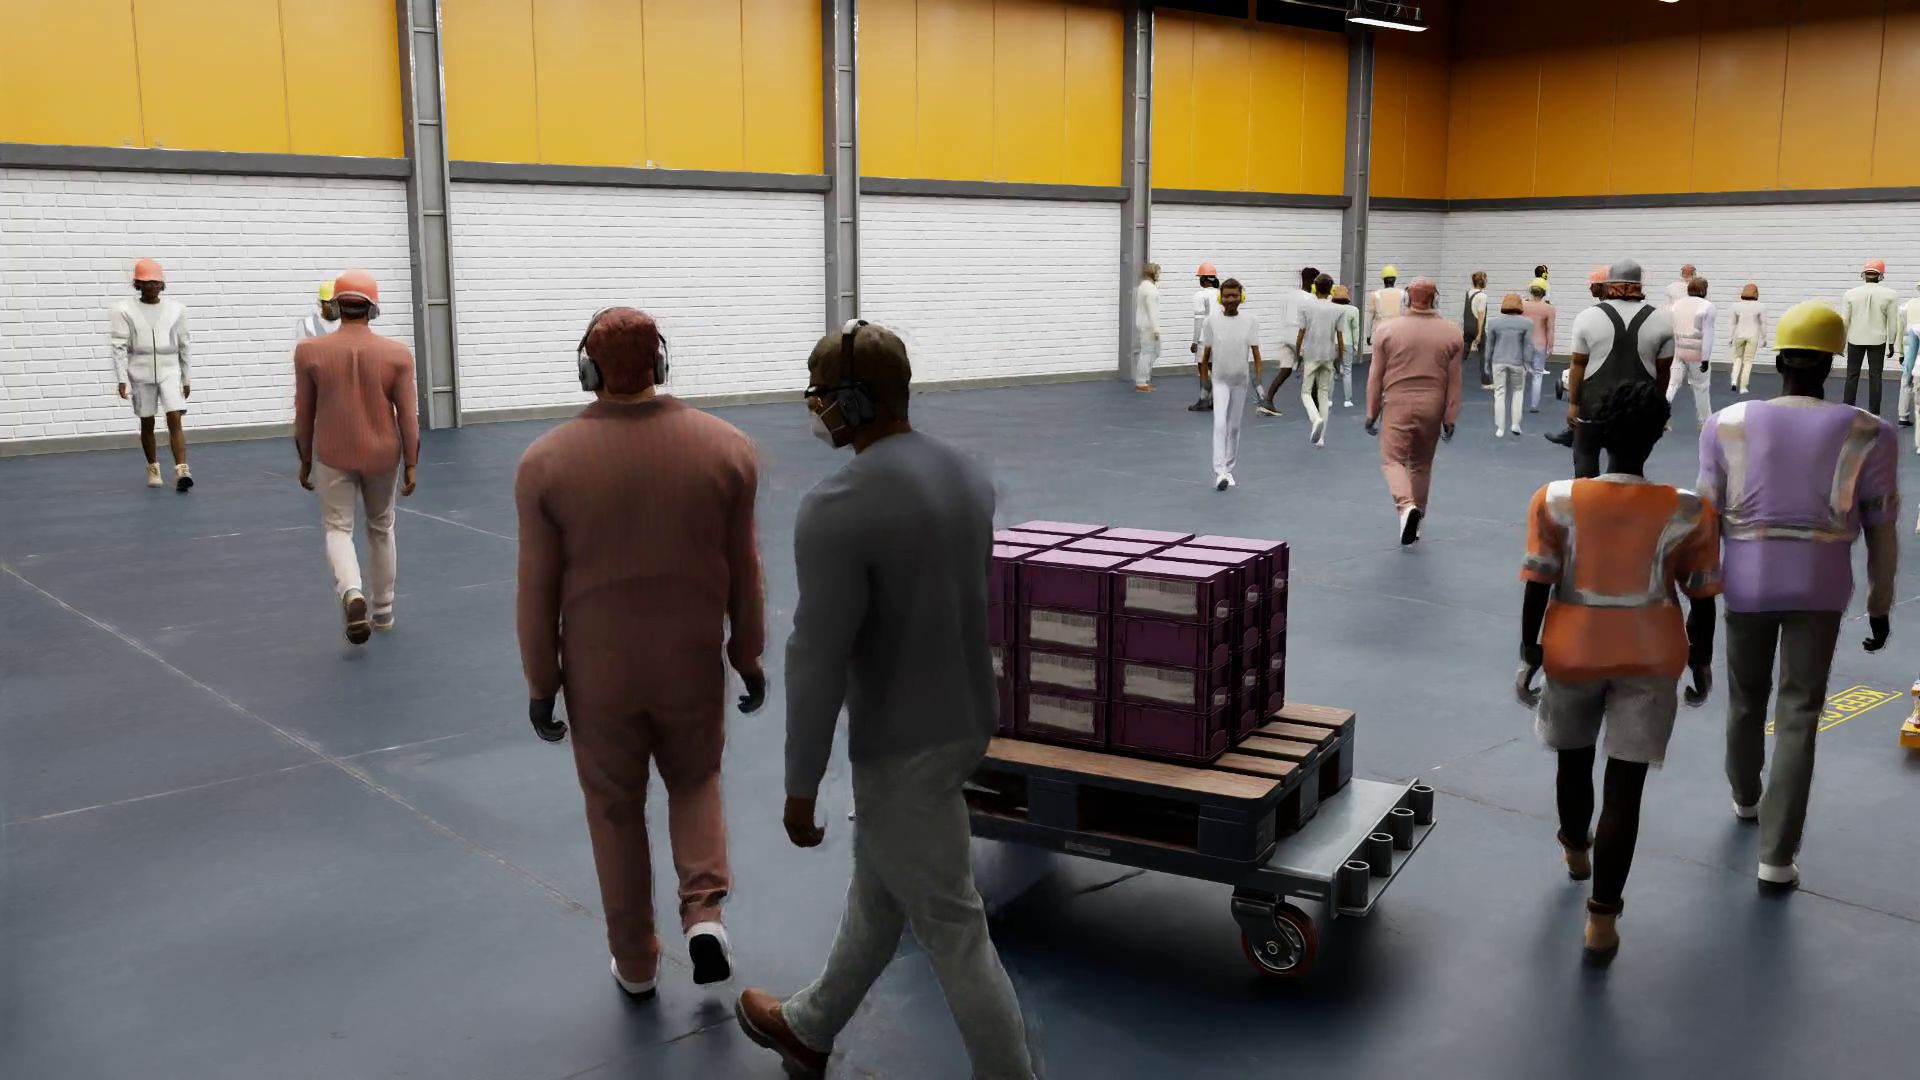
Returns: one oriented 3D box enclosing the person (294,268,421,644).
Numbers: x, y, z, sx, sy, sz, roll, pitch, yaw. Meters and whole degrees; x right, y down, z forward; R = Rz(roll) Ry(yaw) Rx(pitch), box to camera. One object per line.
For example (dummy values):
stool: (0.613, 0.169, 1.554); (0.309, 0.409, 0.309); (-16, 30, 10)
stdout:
person: (-3.150, -0.436, 8.721); (0.619, 1.968, 0.825); (-4, 11, -23)

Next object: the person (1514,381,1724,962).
person: (1.974, 0.351, 4.993); (0.553, 1.647, 0.866); (5, 11, 25)

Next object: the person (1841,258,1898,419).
person: (10.989, -2.402, 20.138); (0.622, 1.994, 0.381); (6, 11, 31)

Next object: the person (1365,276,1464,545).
person: (3.188, -0.898, 11.646); (0.644, 1.887, 0.764); (0, 10, 0)

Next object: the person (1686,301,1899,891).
person: (2.768, 0.153, 5.549); (0.611, 1.868, 1.015); (6, 11, 30)

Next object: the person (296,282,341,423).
person: (-5.746, -1.458, 15.229); (0.598, 1.779, 0.949); (-5, 11, -25)

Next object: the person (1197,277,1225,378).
person: (4.196, -3.530, 27.615); (0.320, 1.695, 0.537); (-7, 12, -36)

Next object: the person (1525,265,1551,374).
person: (9.916, -3.774, 28.537); (0.312, 1.869, 0.536); (-7, 12, -34)

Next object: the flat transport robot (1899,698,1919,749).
flat transport robot: (4.484, 0.684, 7.111); (0.652, 0.197, 1.431); (7, 12, 35)

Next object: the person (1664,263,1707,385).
person: (11.391, -3.381, 26.126); (0.638, 1.909, 0.408); (5, 11, 29)

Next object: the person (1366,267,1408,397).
person: (6.188, -3.011, 24.084); (0.596, 1.860, 1.007); (1, 10, 5)

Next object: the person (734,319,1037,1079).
person: (-0.174, 0.453, 3.758); (0.990, 1.878, 0.645); (6, 11, 30)

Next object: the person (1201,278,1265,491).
person: (2.359, -1.325, 14.370); (0.516, 1.819, 0.946); (0, 10, 0)

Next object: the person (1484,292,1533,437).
person: (6.159, -1.969, 18.707); (0.511, 1.617, 0.537); (3, 10, 18)

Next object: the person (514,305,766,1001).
person: (-0.850, 0.324, 4.463); (0.669, 1.891, 0.461); (-3, 10, -20)

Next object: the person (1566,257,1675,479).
person: (4.694, -1.025, 11.939); (0.708, 2.000, 0.805); (2, 10, 10)

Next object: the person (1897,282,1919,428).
person: (11.273, -2.205, 19.457); (0.403, 1.833, 0.591); (-6, 11, -31)

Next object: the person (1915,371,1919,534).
person: (7.267, -1.040, 12.020); (0.606, 2.045, 0.389); (3, 10, 19)

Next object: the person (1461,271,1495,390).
person: (7.720, -3.157, 25.116); (0.915, 1.813, 0.517); (-4, 11, -24)

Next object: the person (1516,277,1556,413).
person: (7.367, -2.500, 21.410); (0.546, 1.750, 0.485); (6, 11, 30)

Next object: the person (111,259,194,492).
person: (-6.903, -1.401, 14.278); (0.621, 1.988, 1.046); (-6, 11, -30)

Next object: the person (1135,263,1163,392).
person: (2.828, -3.144, 24.699); (0.506, 1.918, 0.654); (0, 10, -3)

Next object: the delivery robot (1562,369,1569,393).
delivery robot: (8.611, -2.248, 23.168); (0.477, 0.478, 0.707); (2, 10, 12)

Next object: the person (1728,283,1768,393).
person: (11.648, -2.974, 24.589); (0.505, 1.621, 0.375); (9, 13, 41)

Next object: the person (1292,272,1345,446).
person: (3.804, -1.895, 17.591); (0.541, 1.851, 0.568); (0, 10, -1)

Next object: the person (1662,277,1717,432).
person: (8.378, -2.125, 19.140); (0.971, 1.794, 0.645); (-6, 11, -32)

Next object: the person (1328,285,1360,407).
person: (5.106, -2.597, 22.358); (0.513, 1.628, 0.273); (3, 10, 15)

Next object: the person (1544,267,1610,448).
person: (6.641, -1.909, 17.517); (0.907, 1.897, 0.574); (4, 10, 21)

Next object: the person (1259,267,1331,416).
person: (4.250, -2.500, 21.020); (0.995, 1.902, 0.647); (-5, 11, -25)

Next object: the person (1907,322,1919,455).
person: (9.895, -1.661, 16.893); (0.516, 1.626, 0.361); (7, 12, 37)

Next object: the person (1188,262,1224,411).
person: (3.214, -2.645, 21.726); (0.543, 1.939, 0.356); (-9, 13, -42)
